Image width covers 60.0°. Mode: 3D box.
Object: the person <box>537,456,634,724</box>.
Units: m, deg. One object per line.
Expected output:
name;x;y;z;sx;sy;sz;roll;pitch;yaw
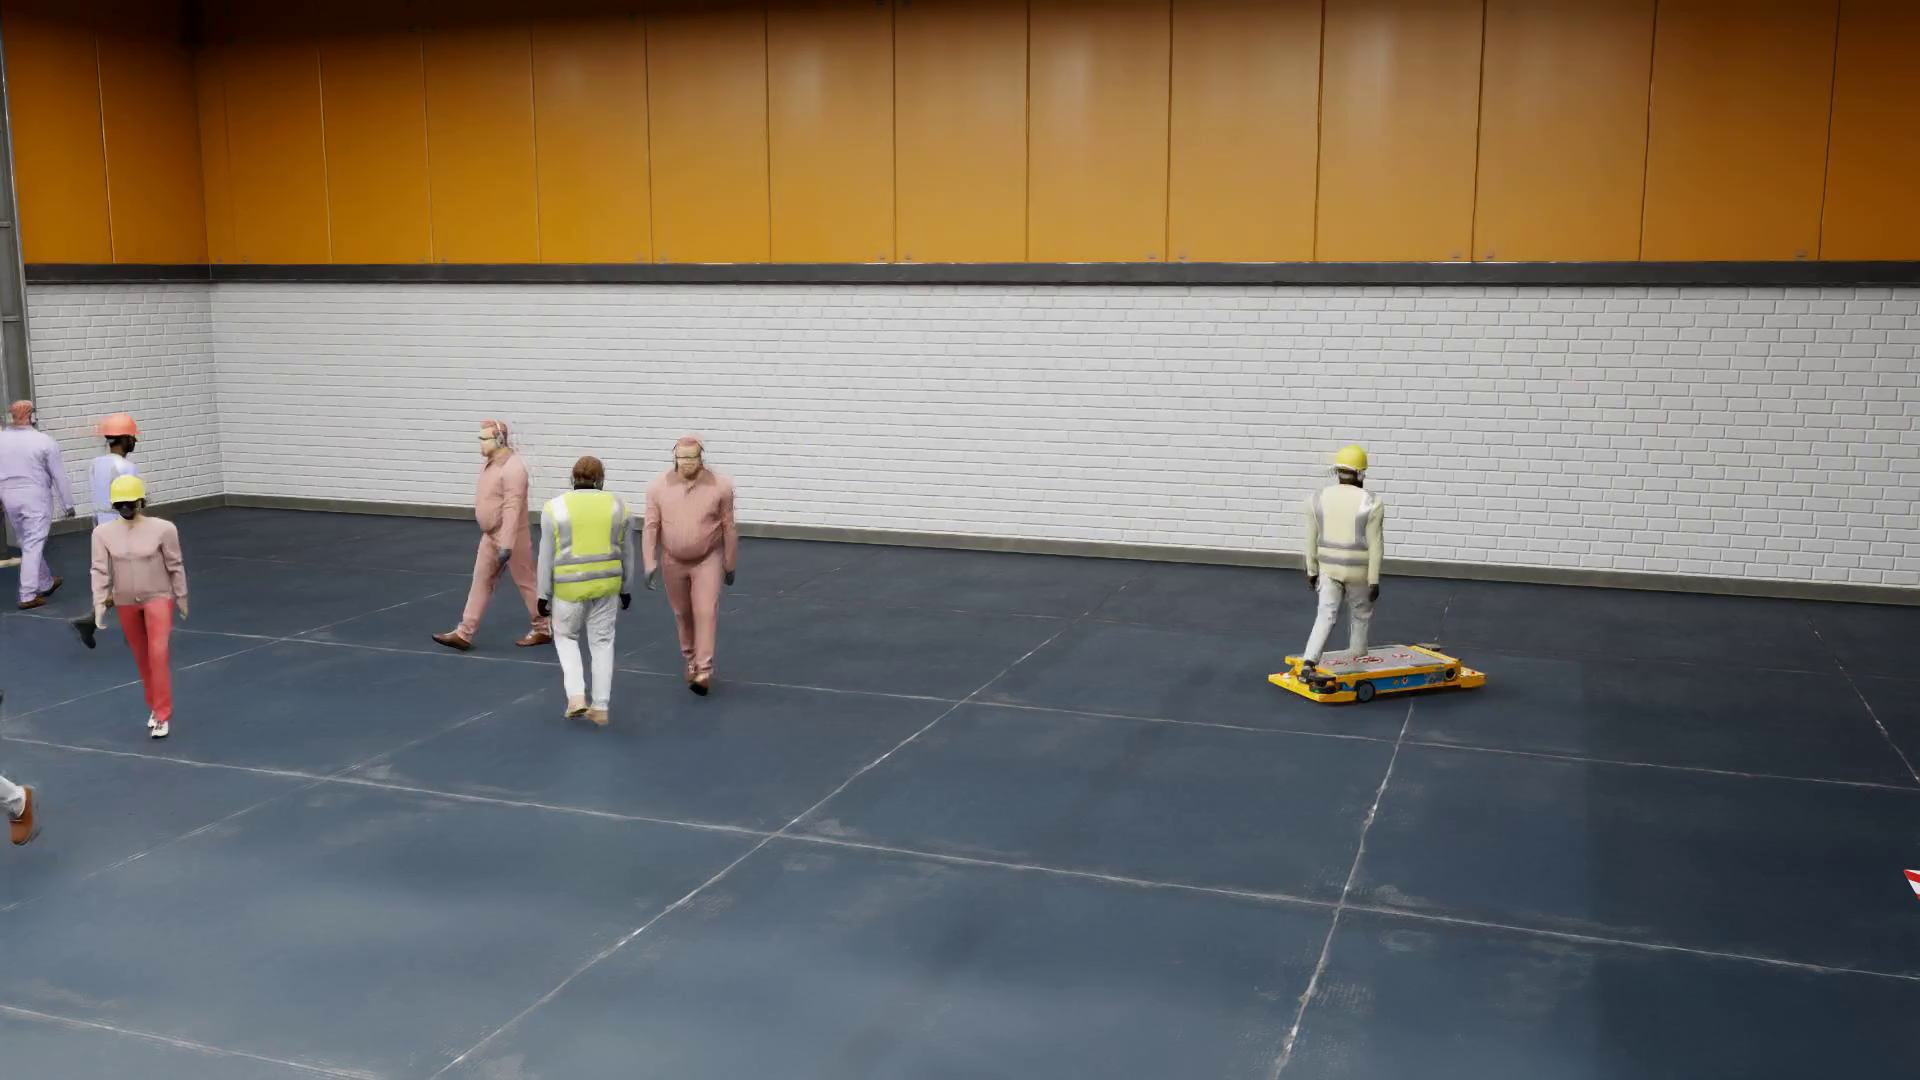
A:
person;-2.502;0.346;11.143;0.672;1.809;0.441;-5;10;-26

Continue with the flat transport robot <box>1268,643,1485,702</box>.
flat transport robot;3.035;0.956;12.110;1.431;0.197;0.652;-4;10;-22

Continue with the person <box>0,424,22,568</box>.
person;-9.990;-0.624;17.065;0.505;1.840;0.346;1;9;6

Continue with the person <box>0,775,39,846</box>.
person;-5.070;0.757;8.265;0.633;1.915;0.758;3;10;16

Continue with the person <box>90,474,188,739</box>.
person;-5.360;0.431;10.841;0.528;1.723;0.799;-1;9;-9

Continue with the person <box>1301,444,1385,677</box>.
person;2.754;0.210;12.005;0.599;1.808;0.812;7;11;36

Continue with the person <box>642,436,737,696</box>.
person;-1.962;0.184;12.018;0.672;1.850;1.020;0;9;0

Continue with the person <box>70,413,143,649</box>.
person;-6.787;-0.053;13.315;0.549;1.920;0.720;7;12;37

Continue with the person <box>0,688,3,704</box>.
person;-5.404;0.825;8.788;0.538;1.598;0.783;-3;10;-17

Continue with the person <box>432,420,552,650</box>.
person;-3.719;-0.022;13.266;0.985;1.852;0.670;-7;12;-39

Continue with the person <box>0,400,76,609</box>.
person;-8.443;-0.347;15.237;0.679;1.864;0.932;0;9;3
